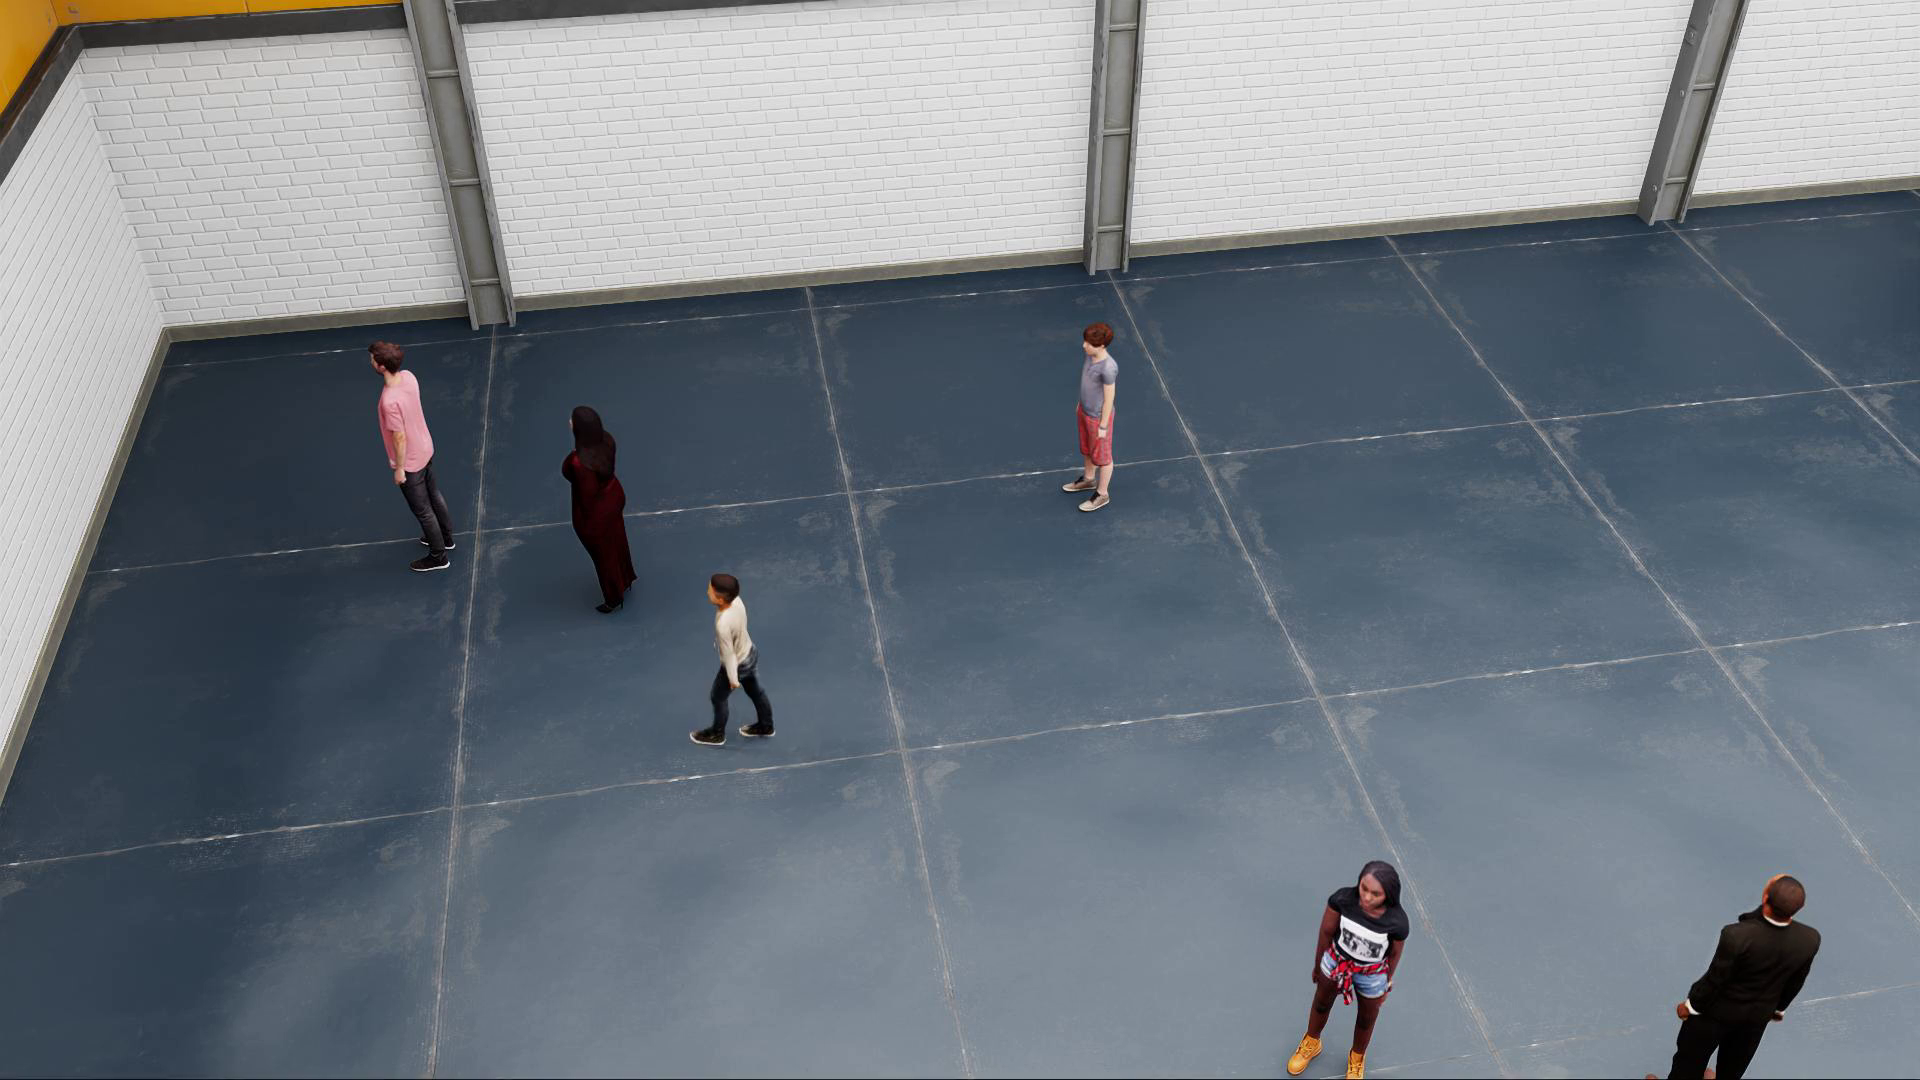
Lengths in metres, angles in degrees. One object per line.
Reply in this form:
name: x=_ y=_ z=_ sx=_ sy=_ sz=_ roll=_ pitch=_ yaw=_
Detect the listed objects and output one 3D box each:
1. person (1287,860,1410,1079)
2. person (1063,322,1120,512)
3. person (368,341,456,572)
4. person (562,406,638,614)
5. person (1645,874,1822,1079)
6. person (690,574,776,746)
person: x=2.123 y=2.325 z=8.956 sx=0.703 sy=1.729 sz=0.780 roll=17 pitch=42 yaw=20
person: x=1.086 y=-1.003 z=13.186 sx=0.597 sy=1.651 sz=0.627 roll=-15 pitch=41 yaw=-18
person: x=-4.108 y=-0.636 z=12.480 sx=0.600 sy=1.958 sz=0.670 roll=1 pitch=39 yaw=1
person: x=-2.623 y=-0.241 z=12.145 sx=0.718 sy=1.757 sz=0.739 roll=6 pitch=39 yaw=8
person: x=4.055 y=2.419 z=8.698 sx=0.599 sy=1.904 sz=0.802 roll=0 pitch=39 yaw=0
person: x=-1.417 y=0.813 z=11.075 sx=0.864 sy=1.447 sz=0.716 roll=8 pitch=39 yaw=10
